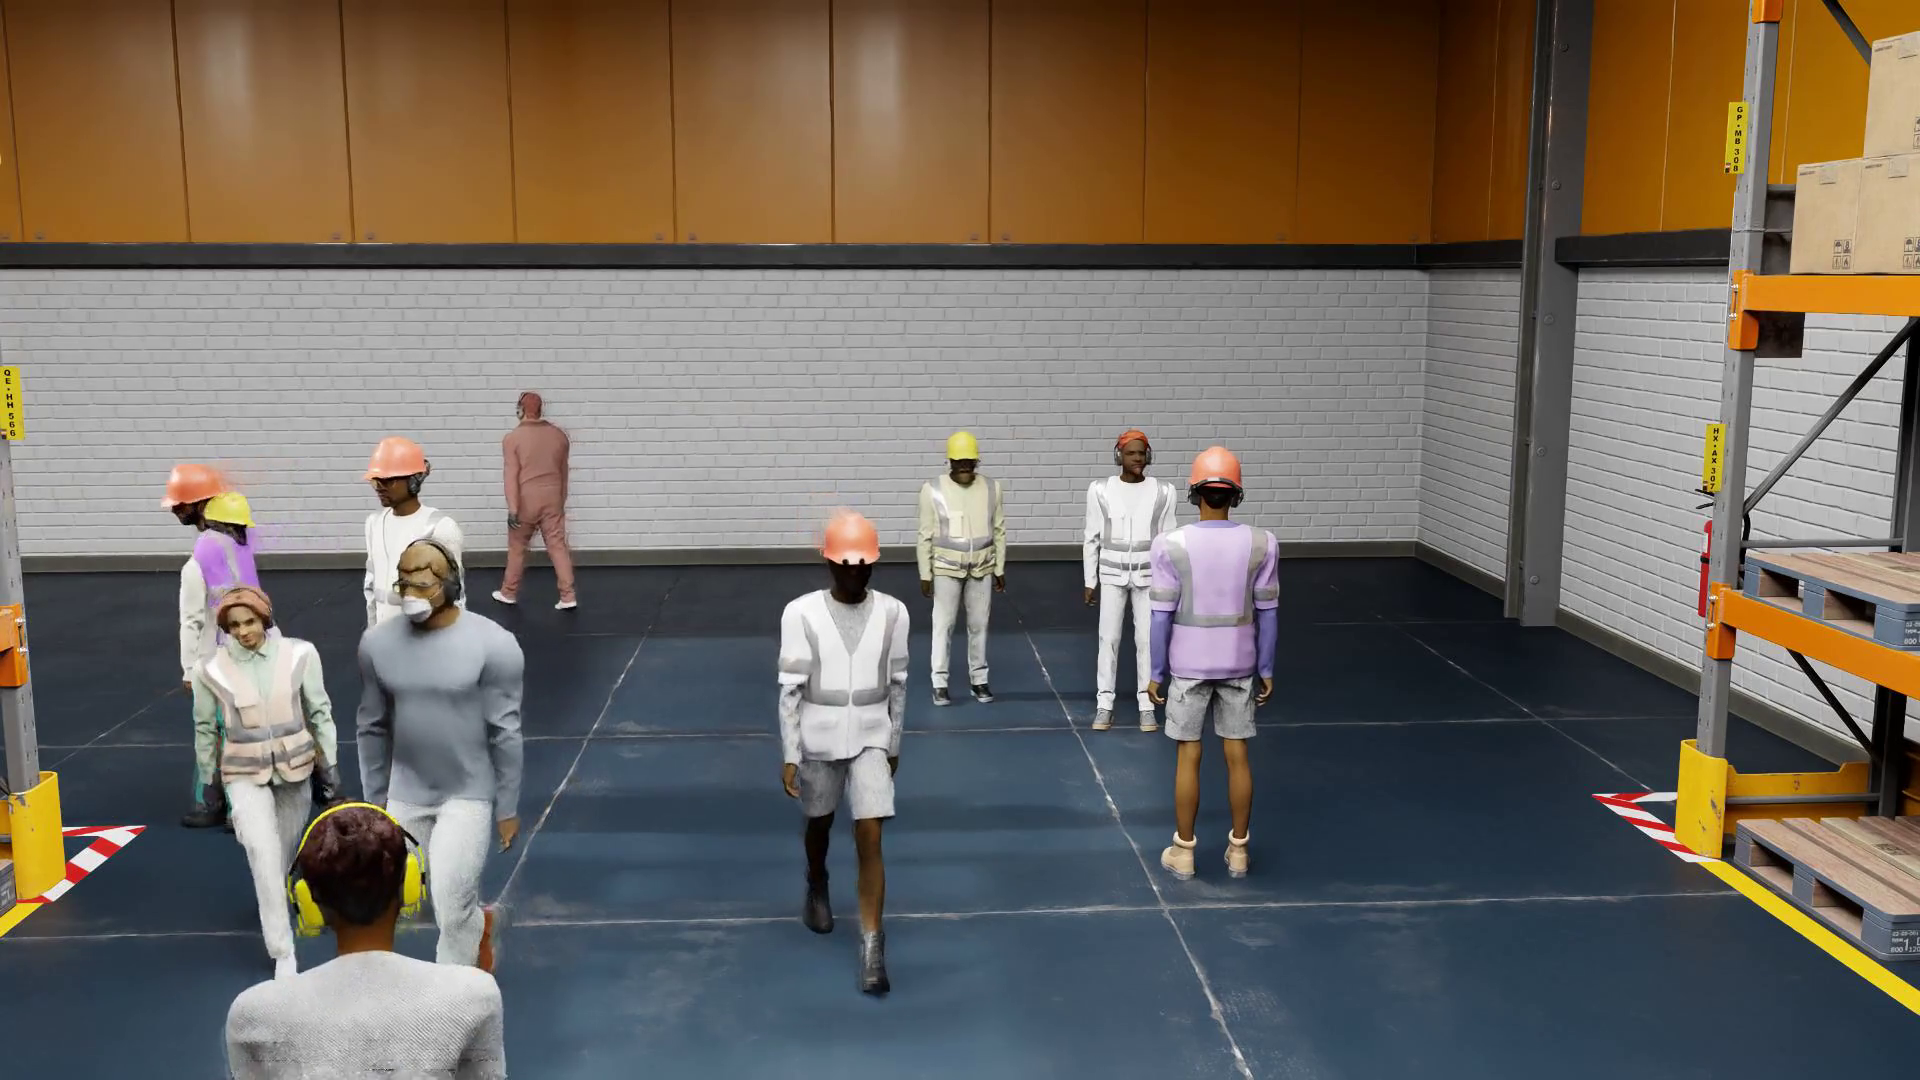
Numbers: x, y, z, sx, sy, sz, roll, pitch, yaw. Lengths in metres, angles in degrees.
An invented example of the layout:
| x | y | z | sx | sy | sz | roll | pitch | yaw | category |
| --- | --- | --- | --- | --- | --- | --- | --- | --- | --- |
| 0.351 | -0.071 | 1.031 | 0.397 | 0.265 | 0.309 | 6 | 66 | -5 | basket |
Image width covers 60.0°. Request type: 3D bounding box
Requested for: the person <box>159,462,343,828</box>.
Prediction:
| x | y | z | sx | sy | sz | roll | pitch | yaw | category |
| --- | --- | --- | --- | --- | --- | --- | --- | --- | --- |
| -3.649 | 0.534 | 8.568 | 0.750 | 1.904 | 0.565 | -1 | 9 | -5 | person |

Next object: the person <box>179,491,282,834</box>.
| x | y | z | sx | sy | sz | roll | pitch | yaw | category |
| --- | --- | --- | --- | --- | --- | --- | --- | --- | --- |
| -3.747 | 0.616 | 8.527 | 0.567 | 1.737 | 0.546 | 1 | 9 | 5 | person |

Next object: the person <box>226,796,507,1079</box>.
| x | y | z | sx | sy | sz | roll | pitch | yaw | category |
| --- | --- | --- | --- | --- | --- | --- | --- | --- | --- |
| -1.122 | 1.399 | 3.300 | 0.577 | 1.836 | 0.726 | -2 | 9 | -15 | person |

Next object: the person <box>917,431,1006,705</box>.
| x | y | z | sx | sy | sz | roll | pitch | yaw | category |
| --- | --- | --- | --- | --- | --- | --- | --- | --- | --- |
| 0.022 | 0.182 | 11.007 | 0.610 | 1.822 | 0.405 | -3 | 9 | -16 | person |

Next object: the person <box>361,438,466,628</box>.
| x | y | z | sx | sy | sz | roll | pitch | yaw | category |
| --- | --- | --- | --- | --- | --- | --- | --- | --- | --- |
| -2.738 | 0.510 | 8.271 | 0.626 | 2.038 | 0.402 | 5 | 10 | 29 | person |

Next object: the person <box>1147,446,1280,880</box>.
| x | y | z | sx | sy | sz | roll | pitch | yaw | category |
| --- | --- | --- | --- | --- | --- | --- | --- | --- | --- |
| 1.176 | 0.581 | 7.805 | 0.614 | 2.043 | 0.373 | -1 | 9 | -4 | person |

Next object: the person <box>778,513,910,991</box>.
| x | y | z | sx | sy | sz | roll | pitch | yaw | category |
| --- | --- | --- | --- | --- | --- | --- | --- | --- | --- |
| -0.480 | 0.813 | 6.867 | 0.563 | 1.894 | 1.013 | -2 | 9 | -12 | person |

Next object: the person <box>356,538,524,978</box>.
| x | y | z | sx | sy | sz | roll | pitch | yaw | category |
| --- | --- | --- | --- | --- | --- | --- | --- | --- | --- |
| -1.863 | 0.921 | 6.097 | 0.637 | 1.916 | 0.781 | 2 | 9 | 10 | person |

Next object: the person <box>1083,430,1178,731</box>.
| x | y | z | sx | sy | sz | roll | pitch | yaw | category |
| --- | --- | --- | --- | --- | --- | --- | --- | --- | --- |
| 1.054 | 0.255 | 10.348 | 0.584 | 1.884 | 0.349 | 1 | 9 | 6 | person |

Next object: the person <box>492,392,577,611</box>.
| x | y | z | sx | sy | sz | roll | pitch | yaw | category |
| --- | --- | --- | --- | --- | --- | --- | --- | --- | --- |
| -3.614 | -0.329 | 14.122 | 0.658 | 1.853 | 0.973 | -8 | 12 | -42 | person |

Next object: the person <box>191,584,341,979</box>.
| x | y | z | sx | sy | sz | roll | pitch | yaw | category |
| --- | --- | --- | --- | --- | --- | --- | --- | --- | --- |
| -2.880 | 0.947 | 6.901 | 0.529 | 1.590 | 0.868 | -6 | 11 | -33 | person |
